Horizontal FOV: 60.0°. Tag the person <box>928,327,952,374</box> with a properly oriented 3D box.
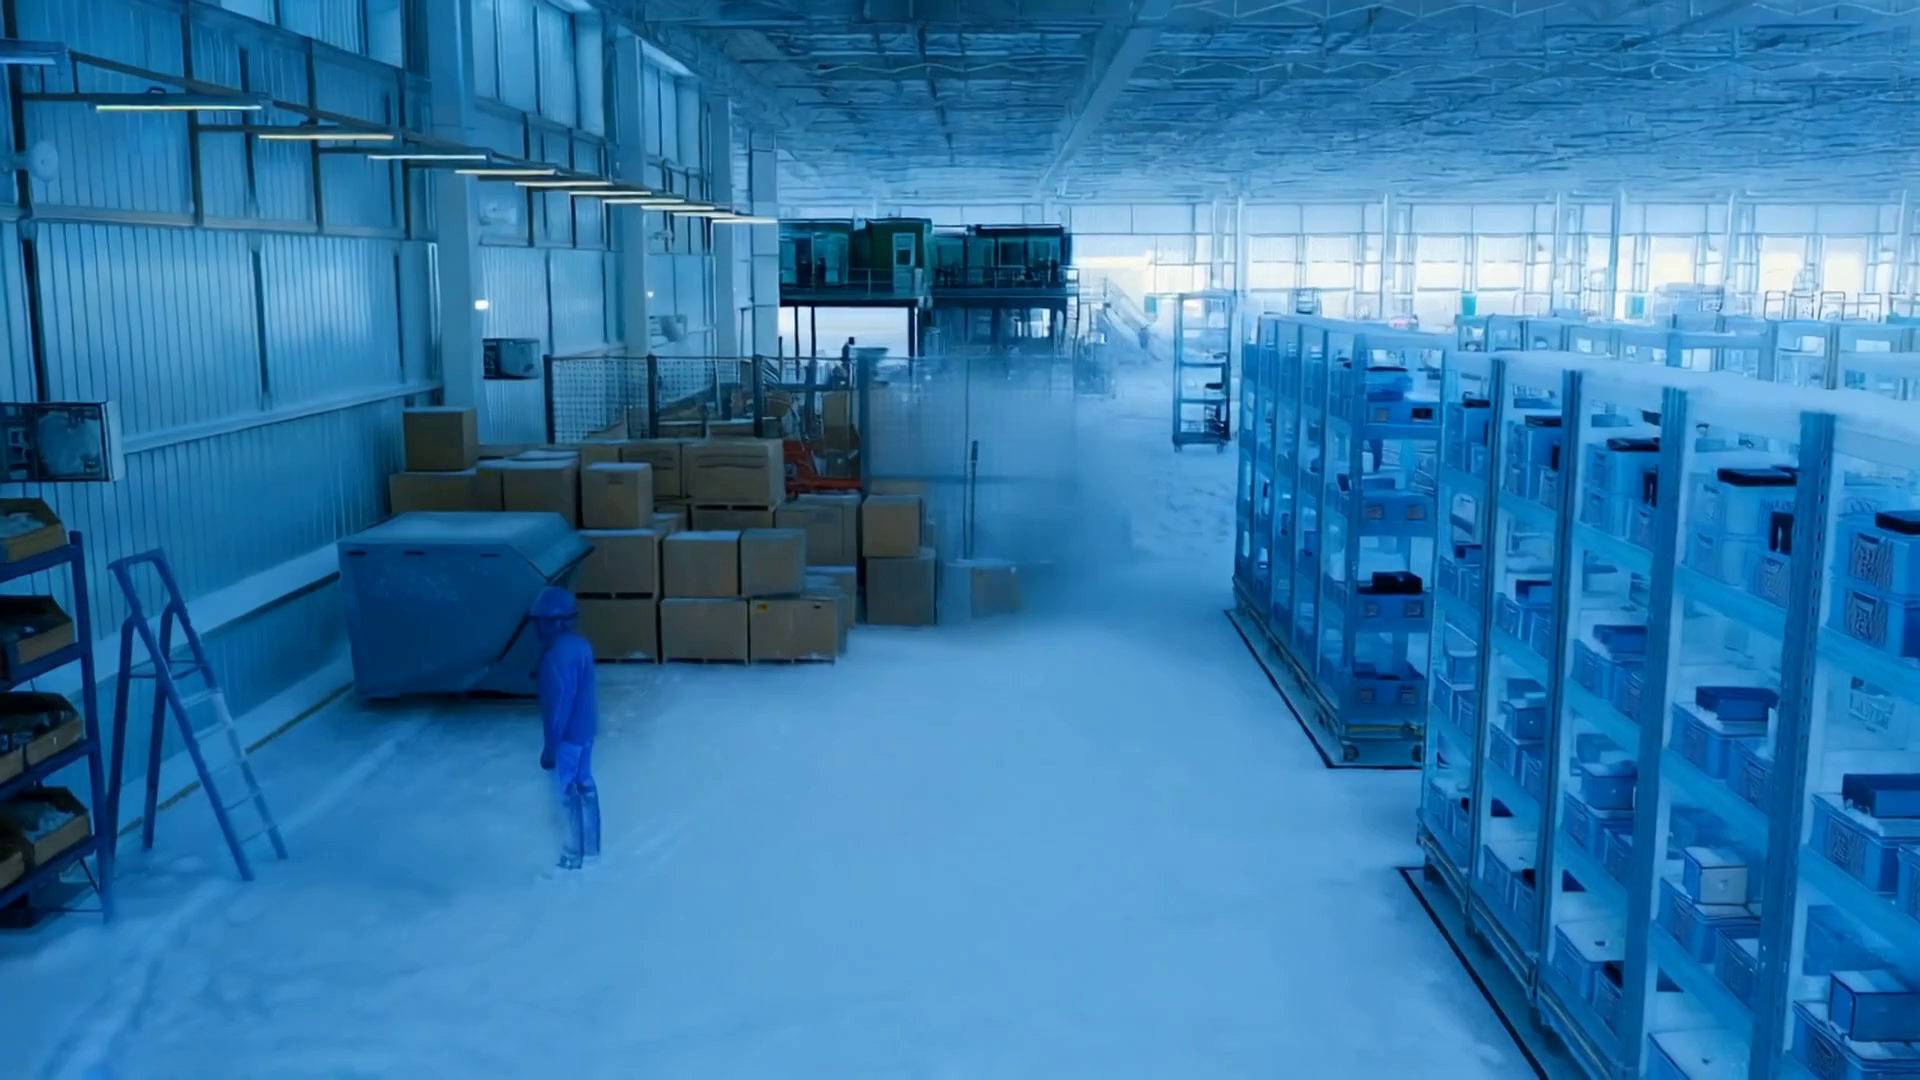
[{"bbox_3d":[-0.815,-7.494,65.851,1.005,1.878,0.572,-2,9,-11],"label":"person"}]

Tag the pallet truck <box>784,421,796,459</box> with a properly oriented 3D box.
[{"bbox_3d":[-4.013,-1.793,32.705,1.601,1.201,0.680,0,9,1],"label":"pallet truck"}]

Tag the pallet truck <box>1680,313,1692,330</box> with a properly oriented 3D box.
[{"bbox_3d":[36.315,-10.531,84.244,0.823,1.965,1.885,-6,11,-33],"label":"pallet truck"}]

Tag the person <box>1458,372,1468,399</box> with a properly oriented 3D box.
[{"bbox_3d":[13.525,-4.080,45.029,1.003,1.808,0.544,0,9,1],"label":"person"}]

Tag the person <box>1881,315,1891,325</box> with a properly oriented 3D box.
[{"bbox_3d":[50.423,-11.414,90.611,0.927,1.694,0.495,-8,12,-41],"label":"person"}]

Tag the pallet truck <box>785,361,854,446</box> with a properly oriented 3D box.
[{"bbox_3d":[-3.410,-3.193,38.978,1.885,1.965,0.823,0,9,-1],"label":"pallet truck"}]

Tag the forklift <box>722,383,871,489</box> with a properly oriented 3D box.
[{"bbox_3d":[-2.893,-1.687,28.729,2.680,1.987,1.157,0,9,-1],"label":"forklift"}]

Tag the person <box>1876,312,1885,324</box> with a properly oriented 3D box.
[{"bbox_3d":[50.891,-11.653,91.750,0.947,1.797,0.539,-5,11,-29],"label":"person"}]

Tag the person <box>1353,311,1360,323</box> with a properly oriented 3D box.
[{"bbox_3d":[22.024,-11.807,92.513,0.988,1.873,0.595,6,11,31],"label":"person"}]

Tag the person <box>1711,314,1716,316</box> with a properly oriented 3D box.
[{"bbox_3d":[39.442,-10.874,86.864,0.802,1.840,0.521,-4,10,-23],"label":"person"}]

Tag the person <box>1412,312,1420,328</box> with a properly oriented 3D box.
[{"bbox_3d":[25.128,-11.583,91.320,0.660,1.798,0.918,-7,11,-35],"label":"person"}]

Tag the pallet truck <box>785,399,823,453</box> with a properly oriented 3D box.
[{"bbox_3d":[-3.814,-2.432,36.419,1.630,1.274,0.653,0,9,1],"label":"pallet truck"}]

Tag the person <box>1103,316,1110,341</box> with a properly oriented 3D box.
[{"bbox_3d":[8.240,-11.853,92.720,0.568,1.884,1.003,-5,11,-31],"label":"person"}]

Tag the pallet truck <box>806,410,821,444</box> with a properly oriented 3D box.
[{"bbox_3d":[-3.559,-2.018,33.905,1.522,1.261,0.704,0,9,-1],"label":"pallet truck"}]

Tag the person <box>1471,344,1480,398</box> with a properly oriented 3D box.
[{"bbox_3d":[16.656,-5.420,53.521,0.546,1.739,0.604,-3,10,-15],"label":"person"}]

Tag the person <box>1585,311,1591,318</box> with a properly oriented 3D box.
[{"bbox_3d":[33.321,-11.176,88.244,0.466,1.983,0.637,5,10,27],"label":"person"}]

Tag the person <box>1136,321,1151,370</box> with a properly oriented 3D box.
[{"bbox_3d":[7.598,-8.004,68.559,0.723,2.028,0.612,-9,13,-44],"label":"person"}]

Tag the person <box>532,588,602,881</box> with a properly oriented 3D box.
[{"bbox_3d":[-2.669,1.308,11.269,0.401,1.987,0.609,1,9,7],"label":"person"}]

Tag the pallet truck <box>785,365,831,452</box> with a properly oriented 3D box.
[{"bbox_3d":[-3.774,-2.976,37.635,1.885,1.965,0.823,1,9,5],"label":"pallet truck"}]

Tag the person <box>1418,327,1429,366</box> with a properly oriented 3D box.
[{"bbox_3d":[17.575,-7.215,63.653,1.050,2.000,0.680,1,9,6],"label":"person"}]

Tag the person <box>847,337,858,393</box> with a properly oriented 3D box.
[{"bbox_3d":[-3.611,-5.859,55.768,0.344,1.882,0.585,0,9,1],"label":"person"}]

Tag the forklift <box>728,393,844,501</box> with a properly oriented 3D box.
[{"bbox_3d":[-2.979,-1.316,26.476,2.680,1.987,1.157,0,9,1],"label":"forklift"}]
